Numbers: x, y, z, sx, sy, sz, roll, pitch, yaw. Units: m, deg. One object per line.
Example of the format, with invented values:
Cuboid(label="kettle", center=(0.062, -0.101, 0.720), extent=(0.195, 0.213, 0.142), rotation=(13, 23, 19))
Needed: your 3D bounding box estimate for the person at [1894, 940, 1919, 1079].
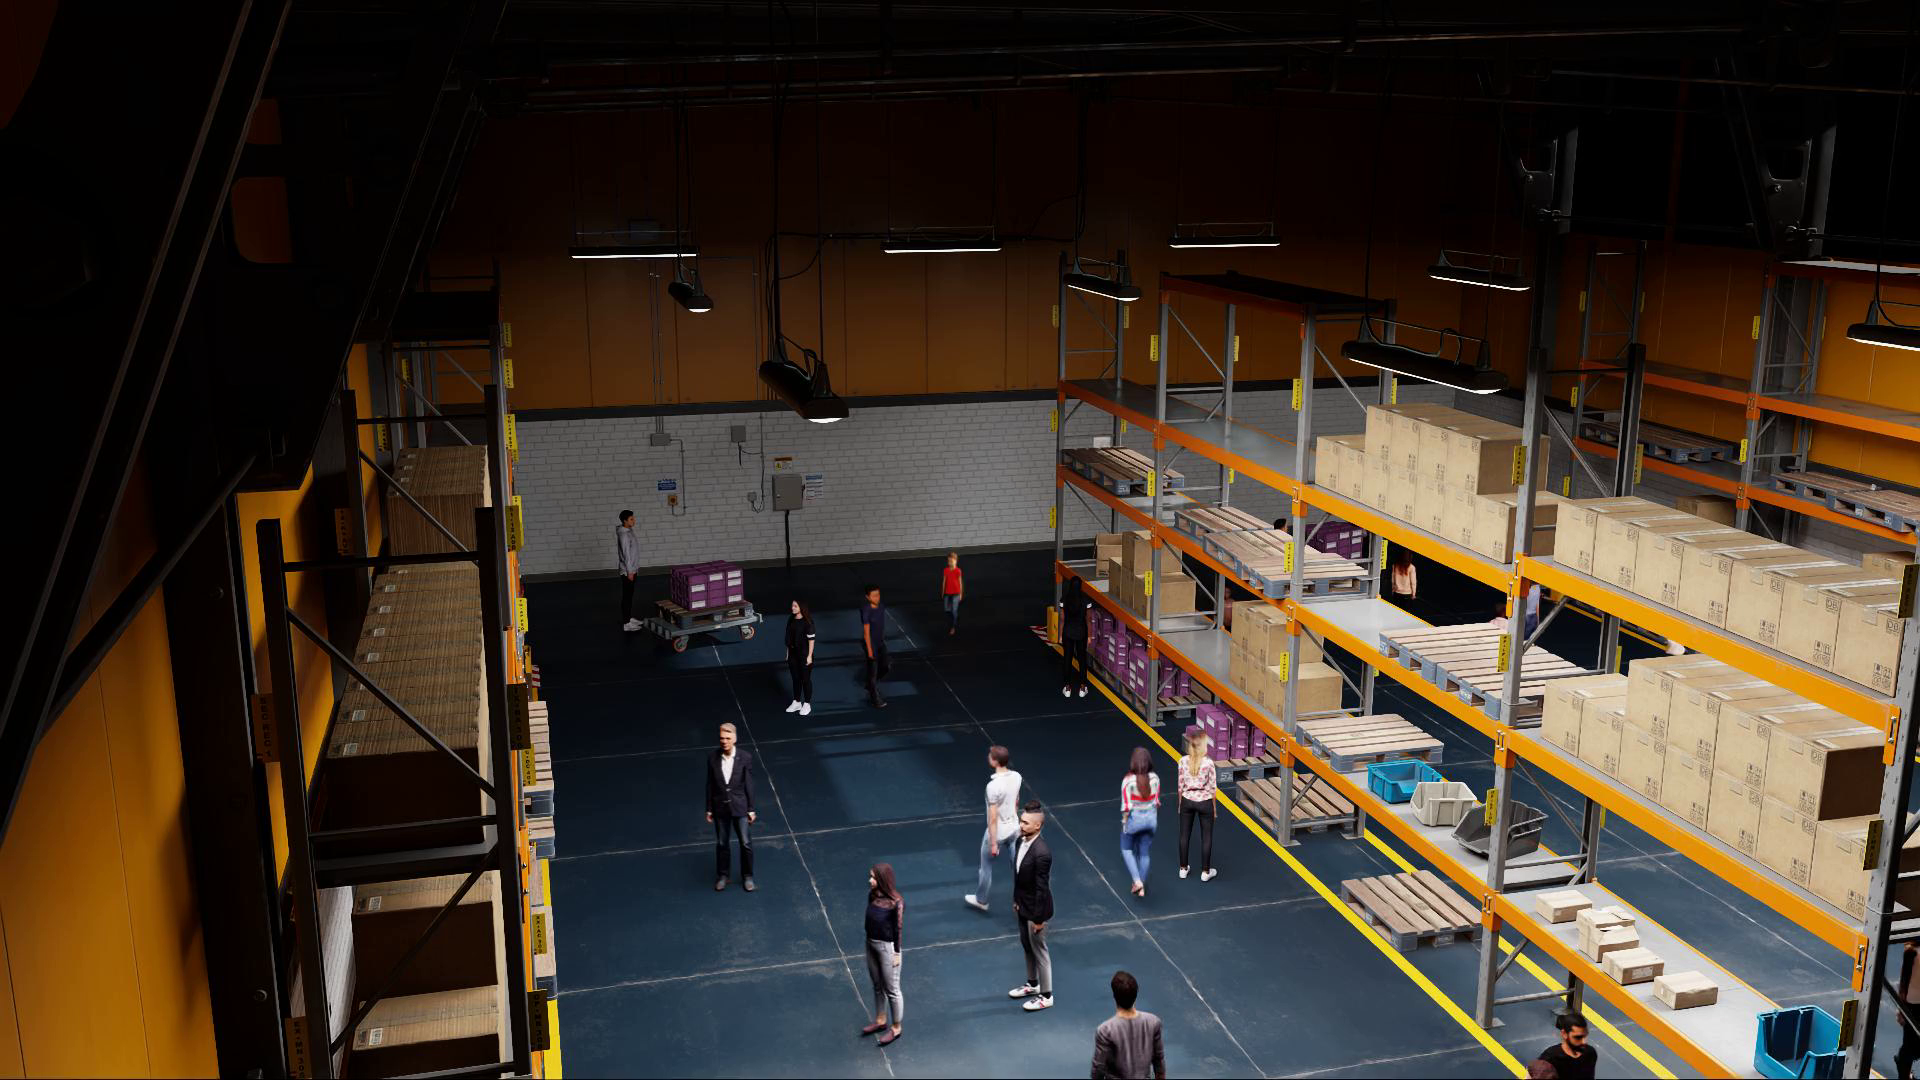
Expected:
Cuboid(label="person", center=(7.730, 3.717, 13.432), extent=(0.674, 1.712, 0.764), rotation=(-1, 14, -2))

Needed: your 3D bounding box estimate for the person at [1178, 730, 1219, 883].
Cuboid(label="person", center=(2.487, 2.778, 17.472), extent=(0.653, 1.634, 0.700), rotation=(6, 15, 25))

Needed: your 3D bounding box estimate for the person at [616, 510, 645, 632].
Cuboid(label="person", center=(-5.277, 0.461, 26.413), extent=(0.782, 1.931, 0.605), rotation=(-1, 14, -4))

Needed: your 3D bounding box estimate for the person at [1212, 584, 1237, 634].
Cuboid(label="person", center=(3.915, 1.250, 24.590), extent=(0.564, 1.254, 0.529), rotation=(0, 14, -2))

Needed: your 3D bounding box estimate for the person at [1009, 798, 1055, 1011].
Cuboid(label="person", center=(0.667, 3.236, 14.905), extent=(0.768, 1.952, 0.550), rotation=(-5, 15, -20))

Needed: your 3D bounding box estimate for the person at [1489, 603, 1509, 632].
Cuboid(label="person", center=(7.571, 1.522, 23.356), extent=(0.577, 1.307, 0.628), rotation=(6, 15, 25))

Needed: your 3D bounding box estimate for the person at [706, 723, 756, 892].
Cuboid(label="person", center=(-2.361, 2.745, 17.234), extent=(0.752, 1.812, 0.722), rotation=(2, 14, 6))

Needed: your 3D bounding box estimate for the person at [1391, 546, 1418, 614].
Cuboid(label="person", center=(6.907, 0.812, 25.917), extent=(0.610, 1.482, 0.708), rotation=(12, 18, 41))

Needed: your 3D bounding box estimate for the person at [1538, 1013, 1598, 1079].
Cuboid(label="person", center=(4.207, 4.121, 11.768), extent=(0.656, 1.709, 1.158), rotation=(-4, 14, -16))

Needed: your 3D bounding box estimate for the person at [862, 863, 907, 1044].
Cuboid(label="person", center=(-0.665, 3.544, 14.362), extent=(0.731, 1.609, 0.607), rotation=(-11, 18, -39))

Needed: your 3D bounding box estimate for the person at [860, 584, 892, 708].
Cuboid(label="person", center=(-1.243, 1.428, 22.757), extent=(0.860, 1.771, 0.806), rotation=(8, 16, 31))

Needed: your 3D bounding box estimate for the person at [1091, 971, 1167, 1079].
Cuboid(label="person", center=(1.242, 4.029, 11.889), extent=(0.735, 1.831, 0.710), rotation=(-6, 15, -24))

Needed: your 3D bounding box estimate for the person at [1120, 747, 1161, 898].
Cuboid(label="person", center=(1.875, 2.912, 16.985), extent=(0.595, 1.604, 0.651), rotation=(-3, 14, -14))

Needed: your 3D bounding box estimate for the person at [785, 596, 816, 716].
Cuboid(label="person", center=(-2.162, 1.550, 22.535), extent=(0.706, 1.639, 0.772), rotation=(9, 16, 32))

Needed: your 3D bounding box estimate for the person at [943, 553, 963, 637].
Cuboid(label="person", center=(-0.102, 0.829, 26.233), extent=(0.690, 1.299, 0.806), rotation=(4, 14, 16))

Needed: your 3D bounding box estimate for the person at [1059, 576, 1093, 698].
Cuboid(label="person", center=(1.607, 1.334, 23.235), extent=(0.684, 1.729, 0.663), rotation=(1, 14, 3))

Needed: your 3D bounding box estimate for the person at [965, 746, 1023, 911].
Cuboid(label="person", center=(0.510, 2.943, 16.423), extent=(1.307, 1.808, 1.082), rotation=(13, 19, 42))
